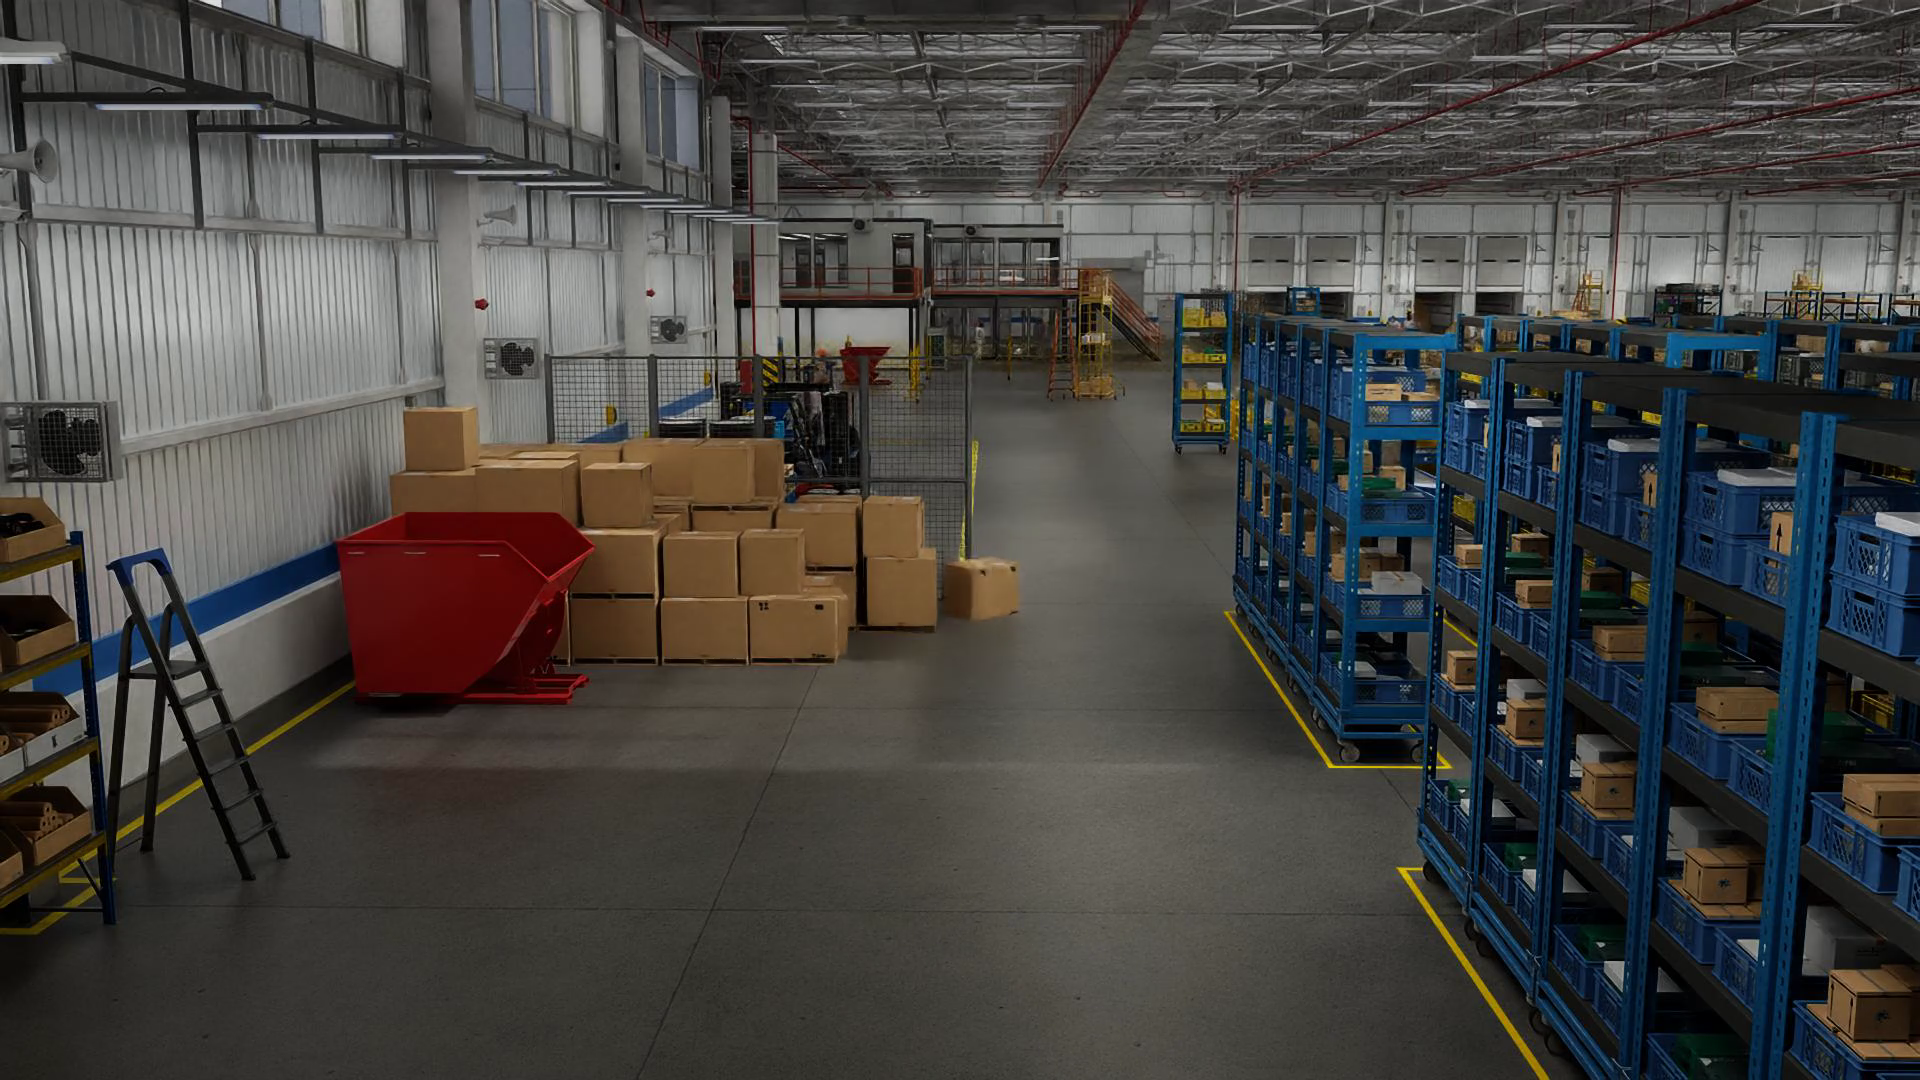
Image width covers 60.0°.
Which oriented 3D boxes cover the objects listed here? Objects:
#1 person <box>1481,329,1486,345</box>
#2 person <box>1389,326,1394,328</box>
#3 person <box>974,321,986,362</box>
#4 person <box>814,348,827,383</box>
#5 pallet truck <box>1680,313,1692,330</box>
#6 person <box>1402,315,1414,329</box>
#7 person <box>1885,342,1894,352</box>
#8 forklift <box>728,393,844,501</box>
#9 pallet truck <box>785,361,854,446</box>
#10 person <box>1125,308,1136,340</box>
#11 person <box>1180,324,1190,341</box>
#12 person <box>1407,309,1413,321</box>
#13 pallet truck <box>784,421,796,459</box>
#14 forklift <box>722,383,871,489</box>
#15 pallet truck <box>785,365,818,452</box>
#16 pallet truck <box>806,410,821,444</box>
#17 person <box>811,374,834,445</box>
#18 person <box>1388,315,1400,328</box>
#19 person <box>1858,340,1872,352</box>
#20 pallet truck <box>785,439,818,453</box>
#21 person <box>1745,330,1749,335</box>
[{"bbox_3d":[23.000,-8.551,72.304,0.566,1.900,0.878,-2,9,-13],"label":"person"},{"bbox_3d":[17.167,-7.529,65.971,0.531,1.923,0.543,-3,10,-19],"label":"person"},{"bbox_3d":[0.922,-8.924,74.808,0.613,1.843,0.669,-3,10,-21],"label":"person"},{"bbox_3d":[-3.636,-4.160,44.870,0.689,2.021,0.619,-3,10,-19],"label":"person"},{"bbox_3d":[36.315,-10.531,84.244,0.823,1.965,1.885,-6,11,-33],"label":"pallet truck"},{"bbox_3d":[23.379,-10.832,86.754,0.860,1.805,0.627,-5,10,-28],"label":"person"},{"bbox_3d":[32.796,-6.325,58.387,0.607,1.966,0.373,6,11,35],"label":"person"},{"bbox_3d":[-2.979,-1.316,26.476,2.680,1.987,1.157,0,9,1],"label":"forklift"},{"bbox_3d":[-3.410,-3.193,38.978,1.885,1.965,0.823,0,9,-1],"label":"pallet truck"},{"bbox_3d":[10.045,-12.721,98.063,0.694,1.903,0.419,1,9,8],"label":"person"},{"bbox_3d":[13.195,-12.546,97.234,0.536,1.817,0.646,-6,11,-34],"label":"person"},{"bbox_3d":[25.593,-12.177,94.651,0.399,1.918,0.589,6,11,32],"label":"person"},{"bbox_3d":[-4.013,-1.793,32.705,1.601,1.201,0.680,0,9,1],"label":"pallet truck"},{"bbox_3d":[-2.893,-1.687,28.729,2.680,1.987,1.157,0,9,-1],"label":"forklift"},{"bbox_3d":[-3.774,-2.976,37.635,1.885,1.965,0.823,1,9,5],"label":"pallet truck"},{"bbox_3d":[-3.559,-2.018,33.905,1.522,1.261,0.704,0,9,-1],"label":"pallet truck"},{"bbox_3d":[-2.926,-2.656,36.043,0.644,1.878,0.427,5,11,29],"label":"person"},{"bbox_3d":[21.668,-10.260,82.901,0.646,1.907,0.747,8,12,42],"label":"person"},{"bbox_3d":[33.465,-6.770,61.600,0.994,1.814,0.554,-3,10,-18],"label":"person"},{"bbox_3d":[-3.814,-2.432,36.419,1.630,1.274,0.653,0,9,1],"label":"pallet truck"},{"bbox_3d":[31.153,-7.577,65.887,0.984,2.000,0.703,5,10,26],"label":"person"}]
